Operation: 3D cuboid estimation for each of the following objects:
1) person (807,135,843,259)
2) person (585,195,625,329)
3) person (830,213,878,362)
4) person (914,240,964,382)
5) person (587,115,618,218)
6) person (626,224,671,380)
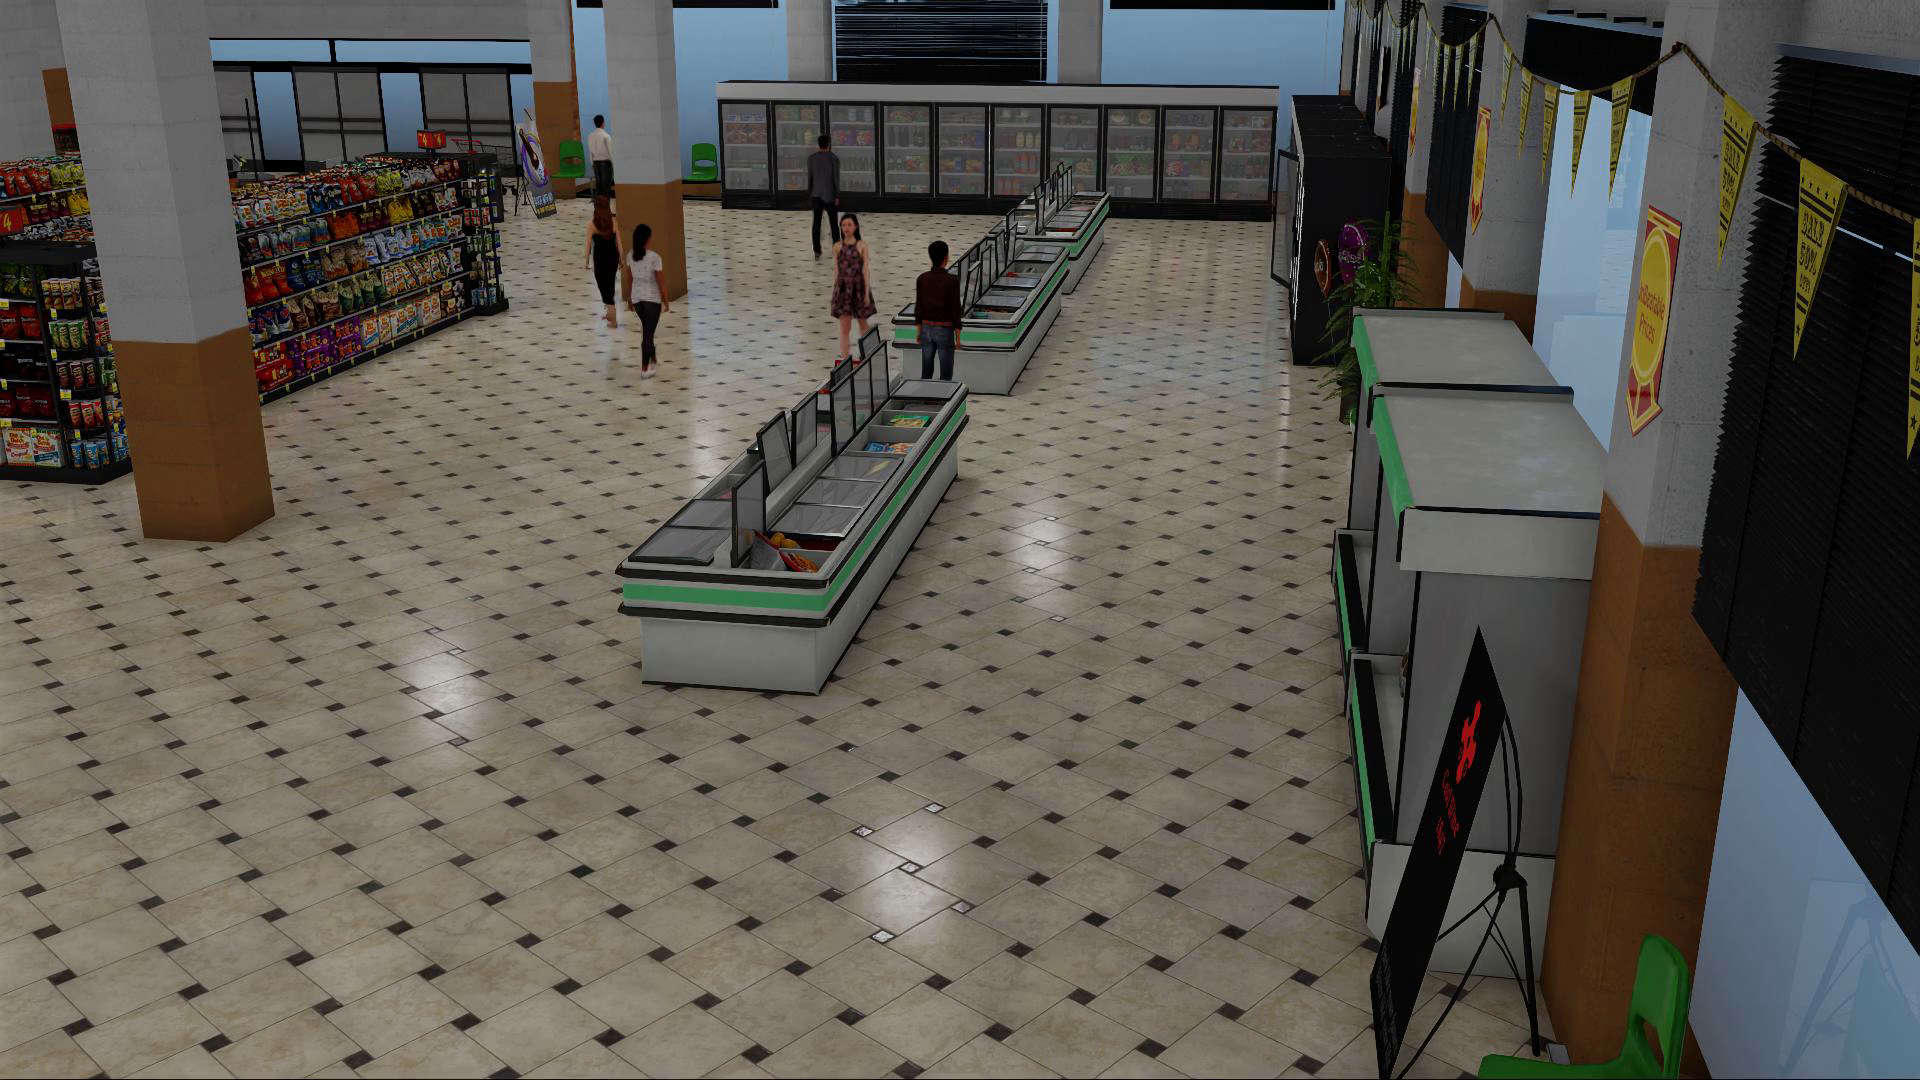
[{"bbox_3d":[-2.112,-5.230,25.511,0.694,1.816,1.130,3,19,9],"label":"person"},{"bbox_3d":[-4.304,-3.389,20.375,0.829,1.609,0.884,-14,23,-35],"label":"person"},{"bbox_3d":[-1.117,-2.604,17.859,0.633,1.730,1.185,2,19,7],"label":"person"},{"bbox_3d":[-0.218,-1.958,15.868,0.682,1.776,0.592,8,20,22],"label":"person"},{"bbox_3d":[-6.450,-6.733,29.980,0.736,1.808,0.701,10,21,26],"label":"person"},{"bbox_3d":[-3.405,-2.539,17.818,0.694,1.632,0.857,8,20,22],"label":"person"}]
